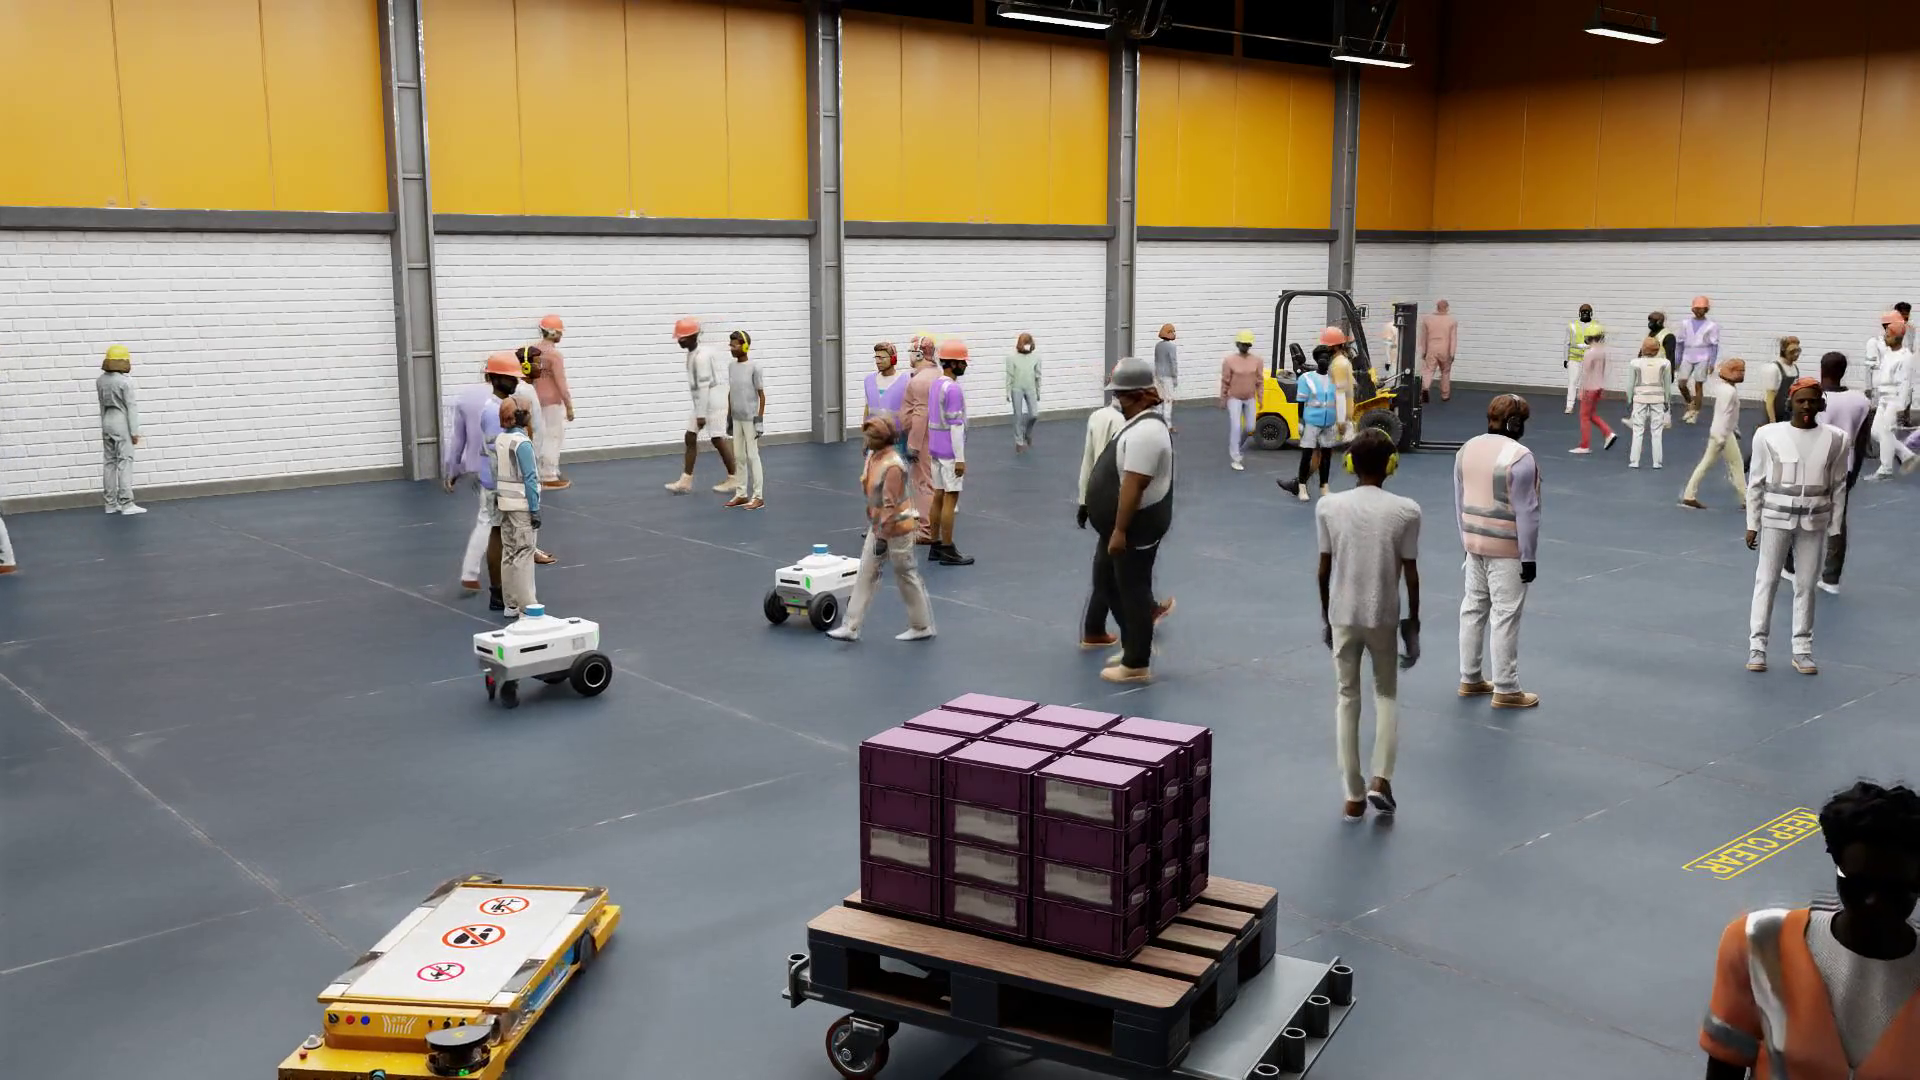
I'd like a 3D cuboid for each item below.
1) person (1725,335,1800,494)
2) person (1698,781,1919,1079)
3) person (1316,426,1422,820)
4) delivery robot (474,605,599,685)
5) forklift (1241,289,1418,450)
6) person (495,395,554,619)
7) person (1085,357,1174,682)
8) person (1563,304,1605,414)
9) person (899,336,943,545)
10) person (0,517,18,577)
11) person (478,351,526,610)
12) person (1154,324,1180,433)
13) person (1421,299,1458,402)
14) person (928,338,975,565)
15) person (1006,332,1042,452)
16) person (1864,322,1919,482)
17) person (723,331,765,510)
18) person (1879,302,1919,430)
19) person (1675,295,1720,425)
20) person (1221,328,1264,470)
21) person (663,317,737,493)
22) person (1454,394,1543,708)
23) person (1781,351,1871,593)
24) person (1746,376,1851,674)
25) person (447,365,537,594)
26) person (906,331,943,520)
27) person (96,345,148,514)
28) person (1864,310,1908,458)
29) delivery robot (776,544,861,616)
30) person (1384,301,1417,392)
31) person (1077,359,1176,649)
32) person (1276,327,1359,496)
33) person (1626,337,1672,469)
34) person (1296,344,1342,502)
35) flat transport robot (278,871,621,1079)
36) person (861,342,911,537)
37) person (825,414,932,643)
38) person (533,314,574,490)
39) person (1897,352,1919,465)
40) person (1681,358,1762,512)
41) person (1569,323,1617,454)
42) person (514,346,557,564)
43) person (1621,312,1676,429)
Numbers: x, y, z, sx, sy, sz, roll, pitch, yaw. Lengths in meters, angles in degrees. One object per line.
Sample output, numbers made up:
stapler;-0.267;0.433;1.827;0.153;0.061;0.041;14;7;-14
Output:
person;8.834;-1.334;18.081;0.509;1.804;0.946;-5;11;-26
person;1.656;1.272;3.114;0.556;1.679;0.458;5;11;29
person;1.906;0.395;7.803;0.506;1.847;0.408;3;10;18
delivery robot;-2.524;0.630;9.923;0.707;0.478;0.477;-10;14;-44
forklift;5.034;-2.339;22.783;2.313;2.155;1.214;3;10;16
person;-3.172;-0.219;11.984;0.307;1.644;0.514;-8;12;-38
person;1.040;-0.126;10.276;0.538;2.000;0.691;0;10;1
person;10.408;-3.016;27.777;0.635;1.842;0.429;4;10;21
person;-0.352;-0.909;15.255;0.410;1.909;0.642;2;10;13
person;-8.230;-0.597;13.469;0.977;1.896;0.636;-5;11;-28
person;-3.402;-0.444;12.449;0.376;1.934;0.547;-1;10;-8
person;3.087;-2.409;24.830;0.279;1.634;0.499;-5;11;-28
person;8.655;-3.419;30.075;0.653;1.878;0.923;5;11;28
person;-0.074;-0.755;14.262;0.376;1.936;0.549;-4;10;-21
person;0.861;-1.979;22.366;0.514;1.623;0.348;-2;10;-10
person;10.921;-1.599;19.387;0.531;1.870;0.587;1;10;7
person;-2.252;-1.247;17.358;0.532;1.864;0.312;8;13;39
person;14.213;-2.610;25.107;0.645;1.932;0.840;-2;10;-10
person;11.519;-2.815;26.049;0.644;2.029;0.423;9;13;44
person;3.478;-1.756;20.634;0.547;1.750;0.578;-2;10;-10
person;-2.881;-1.473;18.385;0.968;1.964;0.646;-4;11;-23
person;3.178;0.060;9.782;0.429;1.840;0.624;-4;11;-23
person;6.874;-0.562;13.298;0.608;1.878;0.908;1;10;5
person;5.285;-0.091;10.535;0.575;1.883;0.355;3;10;15
person;-3.728;-0.527;13.180;0.684;1.864;1.039;4;11;24
person;-0.374;-1.138;16.644;0.900;1.880;0.609;-9;13;-43
person;-8.594;-1.127;17.038;0.491;1.739;0.316;4;10;22
person;12.082;-2.029;21.703;0.551;1.942;0.340;-1;10;-7
delivery robot;-1.001;0.275;11.999;0.477;0.478;0.707;6;12;33
person;7.300;-3.033;27.711;0.583;1.907;0.601;-4;10;-20
person;1.190;-0.254;11.321;1.012;1.936;0.636;-7;12;-35
person;3.994;-1.365;18.010;1.027;1.863;0.575;4;10;22
person;8.534;-1.693;20.621;0.513;1.642;0.313;3;10;19
person;3.871;-1.257;17.900;0.540;1.695;0.317;-2;10;-12
flat transport robot;-1.728;1.515;5.846;0.652;0.197;1.431;1;10;6
person;-0.652;-0.923;15.515;0.571;1.843;0.373;6;11;31
person;-0.547;-0.061;11.202;0.817;1.583;0.569;-5;11;-25
person;-4.542;-1.557;18.816;0.573;1.979;0.659;-7;12;-37
person;11.870;-1.754;20.251;0.628;1.887;0.661;-1;10;-3
person;7.938;-1.083;17.195;0.849;1.586;0.516;3;10;15
person;8.430;-2.001;22.093;0.479;1.753;0.533;9;13;44
person;-3.685;-0.730;14.311;0.317;1.870;0.531;-3;10;-19
person;10.490;-2.557;25.245;0.981;1.786;0.661;-2;10;-12
